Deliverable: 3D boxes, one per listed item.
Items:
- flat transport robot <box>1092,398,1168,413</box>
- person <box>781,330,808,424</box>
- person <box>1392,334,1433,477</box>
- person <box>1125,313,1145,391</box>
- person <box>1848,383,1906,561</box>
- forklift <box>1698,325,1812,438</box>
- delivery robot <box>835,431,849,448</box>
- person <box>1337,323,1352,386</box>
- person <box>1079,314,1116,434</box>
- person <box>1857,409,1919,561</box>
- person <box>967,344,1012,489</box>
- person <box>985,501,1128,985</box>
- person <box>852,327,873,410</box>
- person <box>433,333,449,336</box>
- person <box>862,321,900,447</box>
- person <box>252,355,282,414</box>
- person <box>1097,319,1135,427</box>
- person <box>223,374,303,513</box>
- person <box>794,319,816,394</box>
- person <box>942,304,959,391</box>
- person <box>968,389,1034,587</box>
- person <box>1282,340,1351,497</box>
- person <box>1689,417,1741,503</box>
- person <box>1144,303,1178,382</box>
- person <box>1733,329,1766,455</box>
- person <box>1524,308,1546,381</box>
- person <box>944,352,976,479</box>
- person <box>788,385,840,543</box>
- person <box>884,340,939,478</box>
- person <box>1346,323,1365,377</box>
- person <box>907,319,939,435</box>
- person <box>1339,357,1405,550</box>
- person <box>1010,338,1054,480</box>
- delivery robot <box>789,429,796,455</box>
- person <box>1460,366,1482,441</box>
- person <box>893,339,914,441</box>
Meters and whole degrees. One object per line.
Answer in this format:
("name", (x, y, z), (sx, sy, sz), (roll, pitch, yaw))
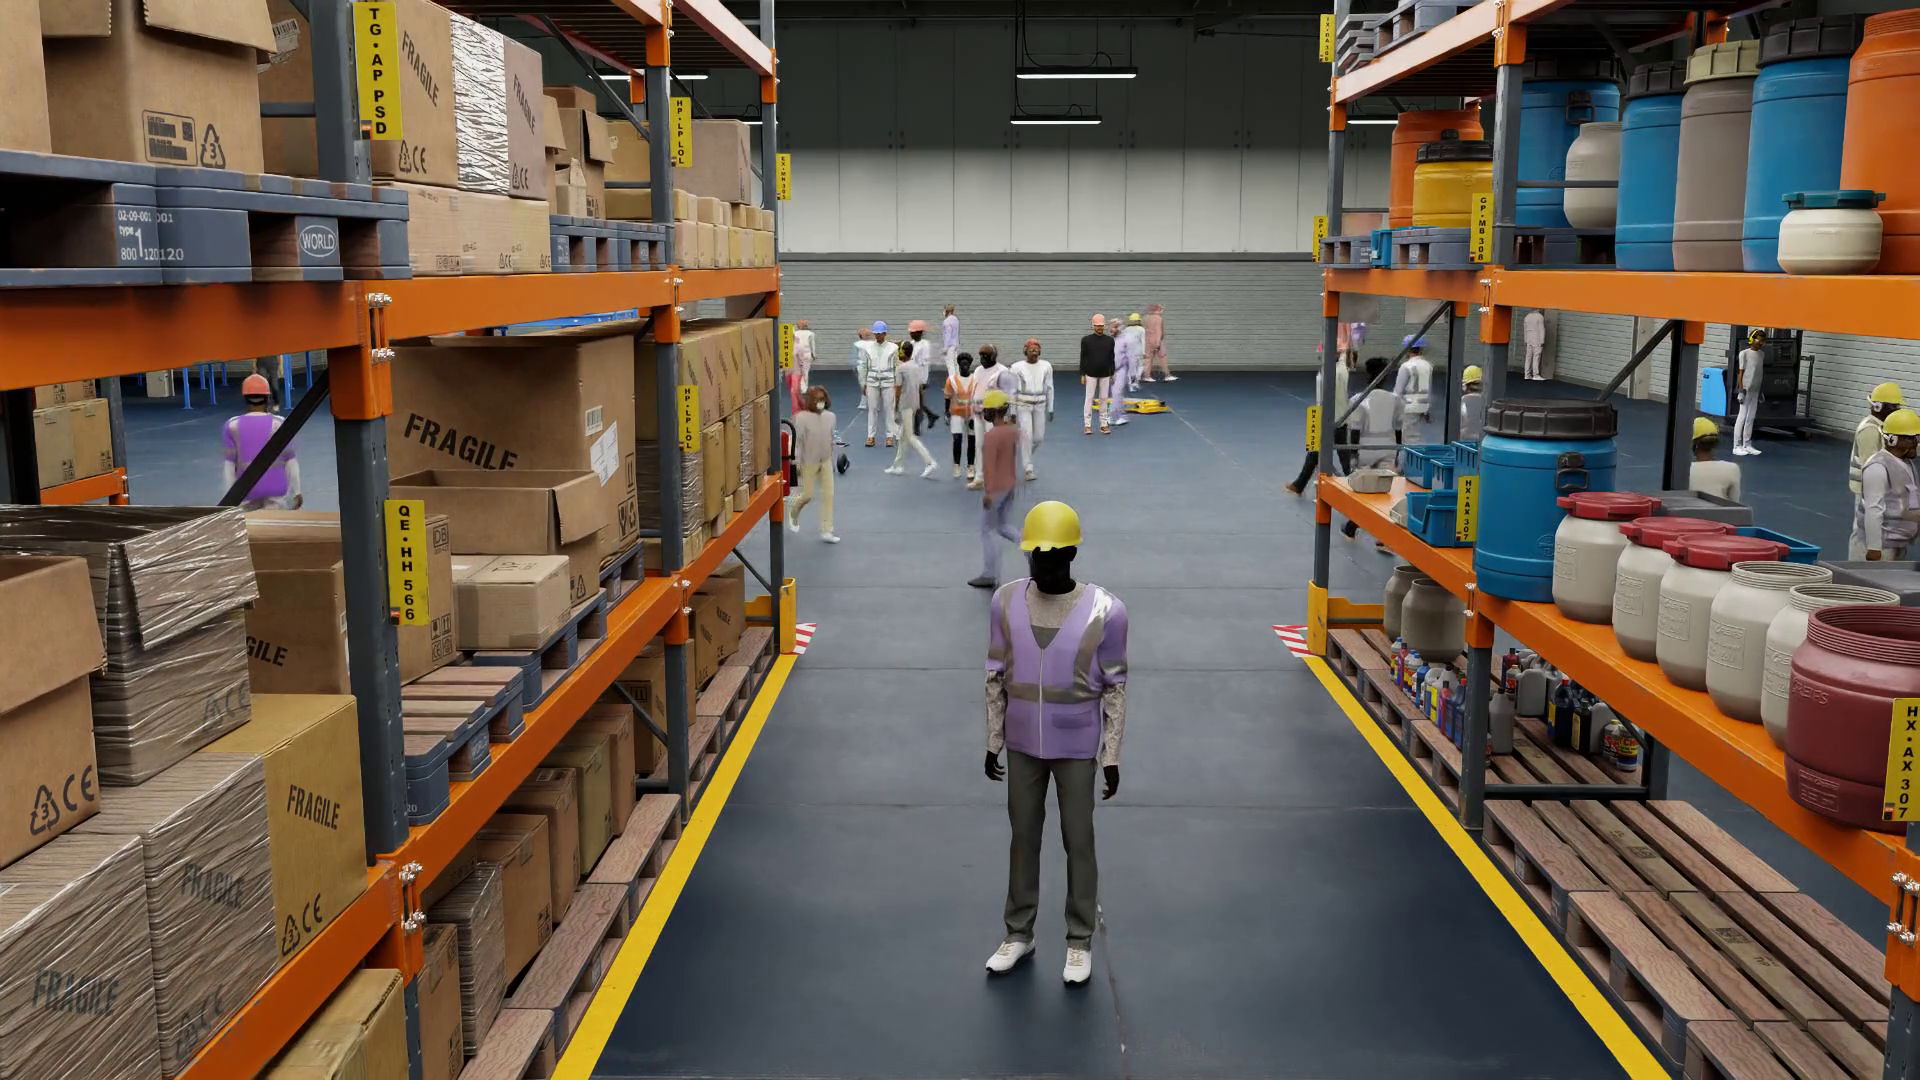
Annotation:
("flat transport robot", (3.239, -2.615, 32.129), (1.431, 0.197, 0.652), (8, 13, 41))
("person", (-2.933, -2.964, 29.747), (0.524, 1.722, 0.783), (7, 12, 37))
("person", (5.781, -1.710, 21.672), (0.609, 1.917, 0.849), (-9, 13, -43))
("person", (3.895, -4.170, 36.931), (0.511, 1.726, 0.374), (5, 11, 27))
("person", (7.882, -0.442, 14.325), (0.403, 1.828, 0.597), (7, 12, 35))
("forklift", (13.248, -3.165, 27.620), (1.129, 2.768, 1.873), (0, 9, 1))
("delivery robot", (-1.752, -1.389, 22.875), (0.335, 0.223, 0.698), (2, 10, 14))
("person", (8.821, -4.597, 38.718), (0.613, 1.995, 0.390), (7, 12, 36))
("person", (2.303, -2.772, 27.784), (0.622, 1.994, 0.381), (-2, 10, -12))
("person", (6.559, -0.011, 11.736), (0.601, 1.830, 0.403), (-9, 13, -43))
("person", (0.359, -1.557, 20.980), (0.434, 1.842, 0.633), (-8, 12, -38))
("person", (0.367, 0.797, 6.608), (0.585, 1.928, 0.369), (4, 10, 21))
("person", (-1.808, -3.299, 32.121), (0.521, 1.607, 0.774), (-7, 12, -37))
("person", (-7.937, -2.364, 25.681), (0.565, 1.874, 0.893), (5, 11, 28))
("person", (-1.228, -2.428, 25.865), (0.608, 1.946, 0.406), (1, 10, 6))
("person", (-12.822, -3.187, 30.783), (0.515, 1.833, 0.564), (-4, 10, -24))
("person", (2.659, -2.910, 29.016), (0.677, 1.852, 0.979), (8, 13, 42))
("person", (-5.846, -0.436, 14.003), (0.560, 1.914, 0.632), (-1, 10, -9))
("person", (-3.452, -3.992, 36.211), (0.546, 1.606, 0.745), (-3, 10, -19))
("person", (-0.213, -4.278, 36.973), (0.356, 1.938, 0.633), (3, 10, 19))
("person", (0.386, -0.444, 14.589), (0.582, 1.753, 0.529), (5, 10, 25))
("person", (4.381, -1.441, 19.954), (0.634, 1.940, 1.029), (-8, 12, -40))
("person", (5.433, -0.036, 12.174), (0.529, 1.731, 0.844), (1, 10, 9))
("person", (4.794, -4.712, 39.764), (0.899, 1.870, 0.663), (-4, 10, -21))
("person", (11.788, -2.202, 24.767), (0.512, 1.865, 0.329), (-5, 11, -28))
("person", (13.970, -4.823, 40.336), (0.409, 1.906, 0.651), (-4, 10, -21))
("person", (0.081, -1.619, 21.837), (0.558, 1.672, 0.610), (-1, 10, -4))
("person", (-1.513, -0.805, 17.140), (0.509, 1.608, 0.660), (-7, 12, -38))
("person", (-0.667, -1.760, 22.263), (0.950, 1.832, 0.536), (6, 11, 33))
("person", (9.856, -5.122, 41.796), (0.628, 2.020, 0.755), (2, 10, 13))
("person", (-0.654, -2.706, 27.624), (0.613, 1.917, 0.559), (-4, 10, -25))
("person", (4.153, -0.874, 16.688), (0.614, 1.908, 1.034), (-2, 10, -10))
("person", (0.930, -1.750, 22.062), (0.612, 1.864, 0.592), (-3, 10, -15))
("delivery robot", (-2.266, -1.291, 23.066), (0.477, 0.478, 0.707), (8, 13, 40))
("person", (5.153, -0.873, 16.964), (0.617, 1.804, 0.742), (-1, 10, -9))
("person", (-1.001, -2.449, 26.991), (0.521, 1.620, 0.683), (-3, 10, -18))
